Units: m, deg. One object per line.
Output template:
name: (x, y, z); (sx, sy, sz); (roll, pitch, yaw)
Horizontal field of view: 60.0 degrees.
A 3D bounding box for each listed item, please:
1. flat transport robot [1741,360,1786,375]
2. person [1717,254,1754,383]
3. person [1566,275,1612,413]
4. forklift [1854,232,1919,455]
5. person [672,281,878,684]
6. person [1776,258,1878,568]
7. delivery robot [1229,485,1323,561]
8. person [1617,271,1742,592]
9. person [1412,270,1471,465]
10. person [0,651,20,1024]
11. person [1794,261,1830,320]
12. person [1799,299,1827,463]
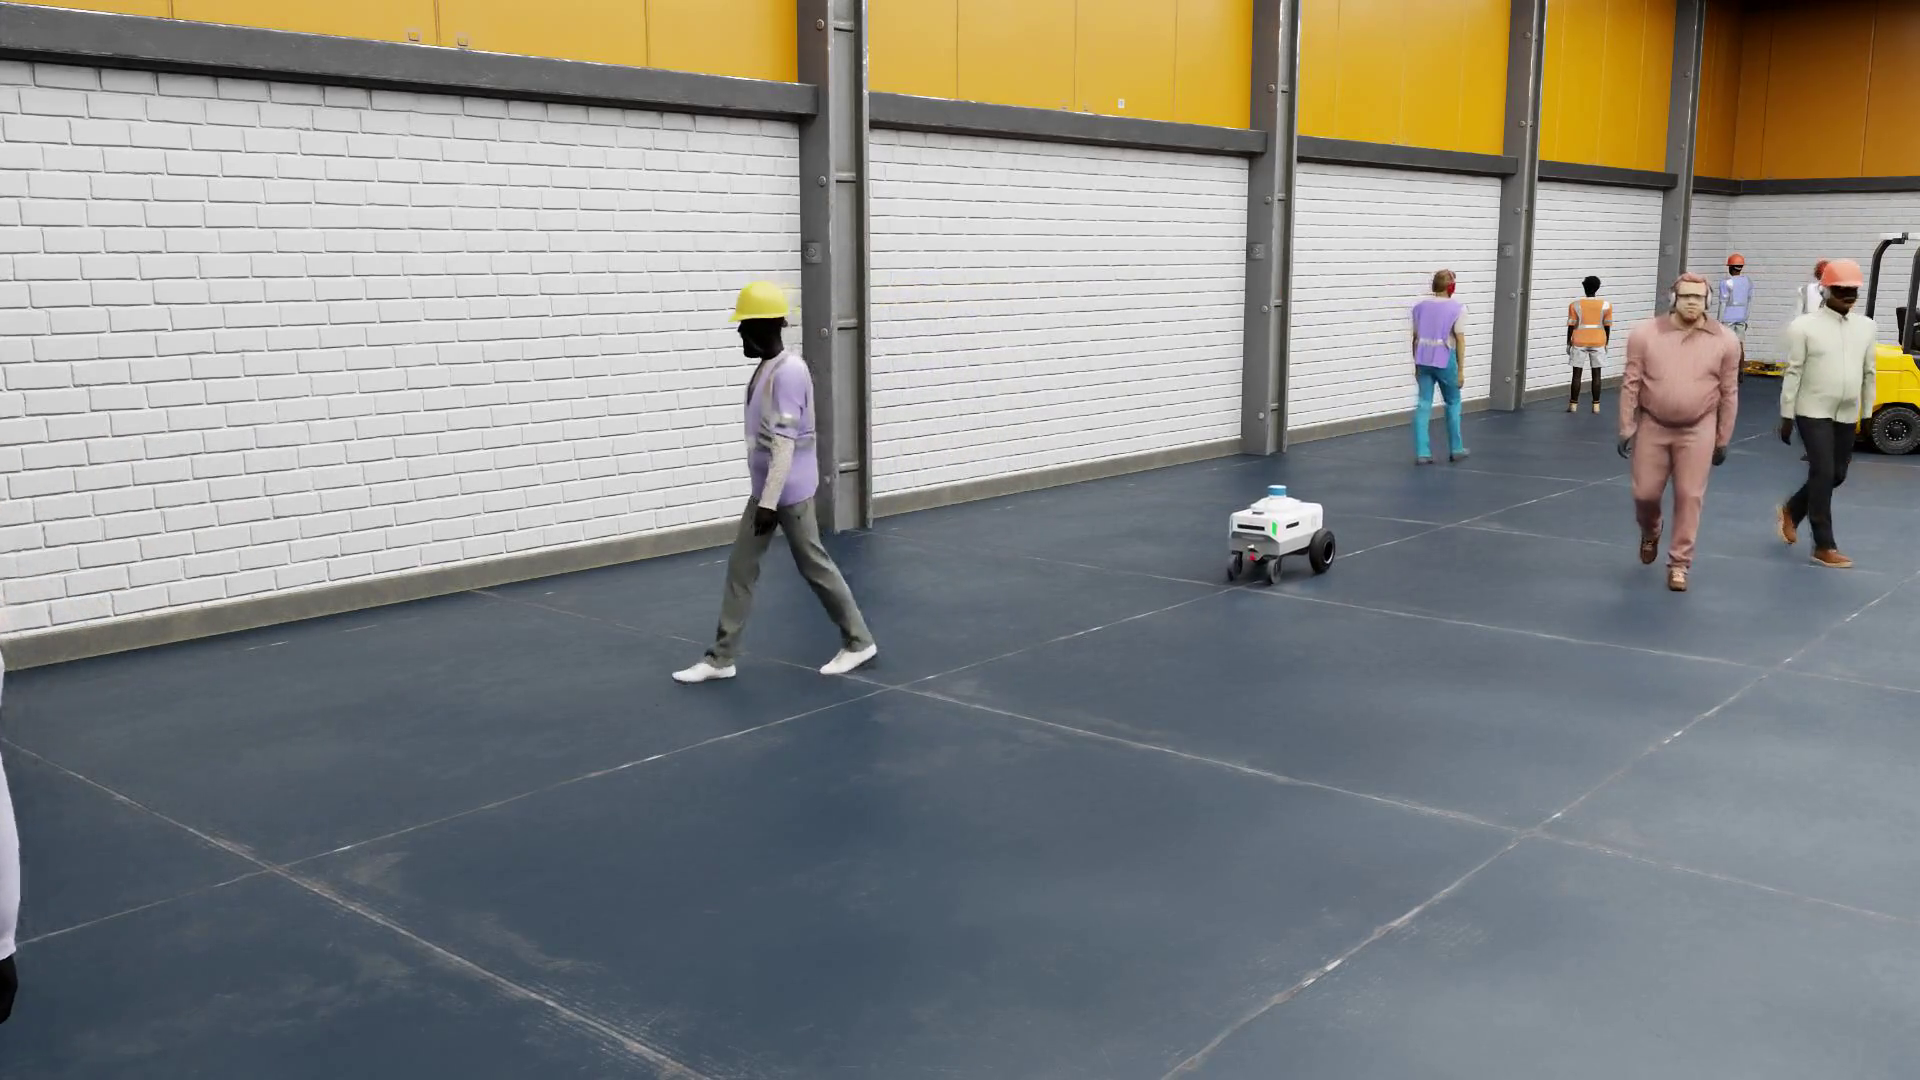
flat transport robot: (13.286, -2.760, 26.553); (1.431, 0.197, 0.652); (-2, 10, -13)
person: (11.590, -3.314, 24.970); (0.542, 1.938, 0.357); (-2, 10, -12)
person: (7.720, -2.397, 20.451); (0.535, 1.693, 0.317); (2, 10, 13)
forklift: (9.955, -1.972, 16.595); (2.313, 2.155, 1.214); (1, 10, 8)
person: (-0.829, -0.259, 7.763); (0.984, 1.880, 0.605); (-4, 11, -23)
person: (5.618, -0.846, 10.843); (0.624, 1.970, 0.860); (-1, 10, -7)
delivery robot: (1.961, -0.095, 10.308); (0.477, 0.478, 0.707); (7, 12, 36)
person: (4.314, -0.665, 10.009); (0.659, 1.890, 0.631); (4, 11, 24)
person: (4.569, -1.625, 15.683); (0.601, 1.811, 0.840); (10, 14, 43)
person: (-1.811, 0.678, 2.632); (0.939, 1.804, 0.625); (6, 12, 31)
person: (11.147, -2.671, 21.537); (0.580, 1.862, 0.662); (10, 14, 44)
person: (8.186, -1.535, 15.700); (0.504, 1.632, 0.270); (3, 10, 14)
